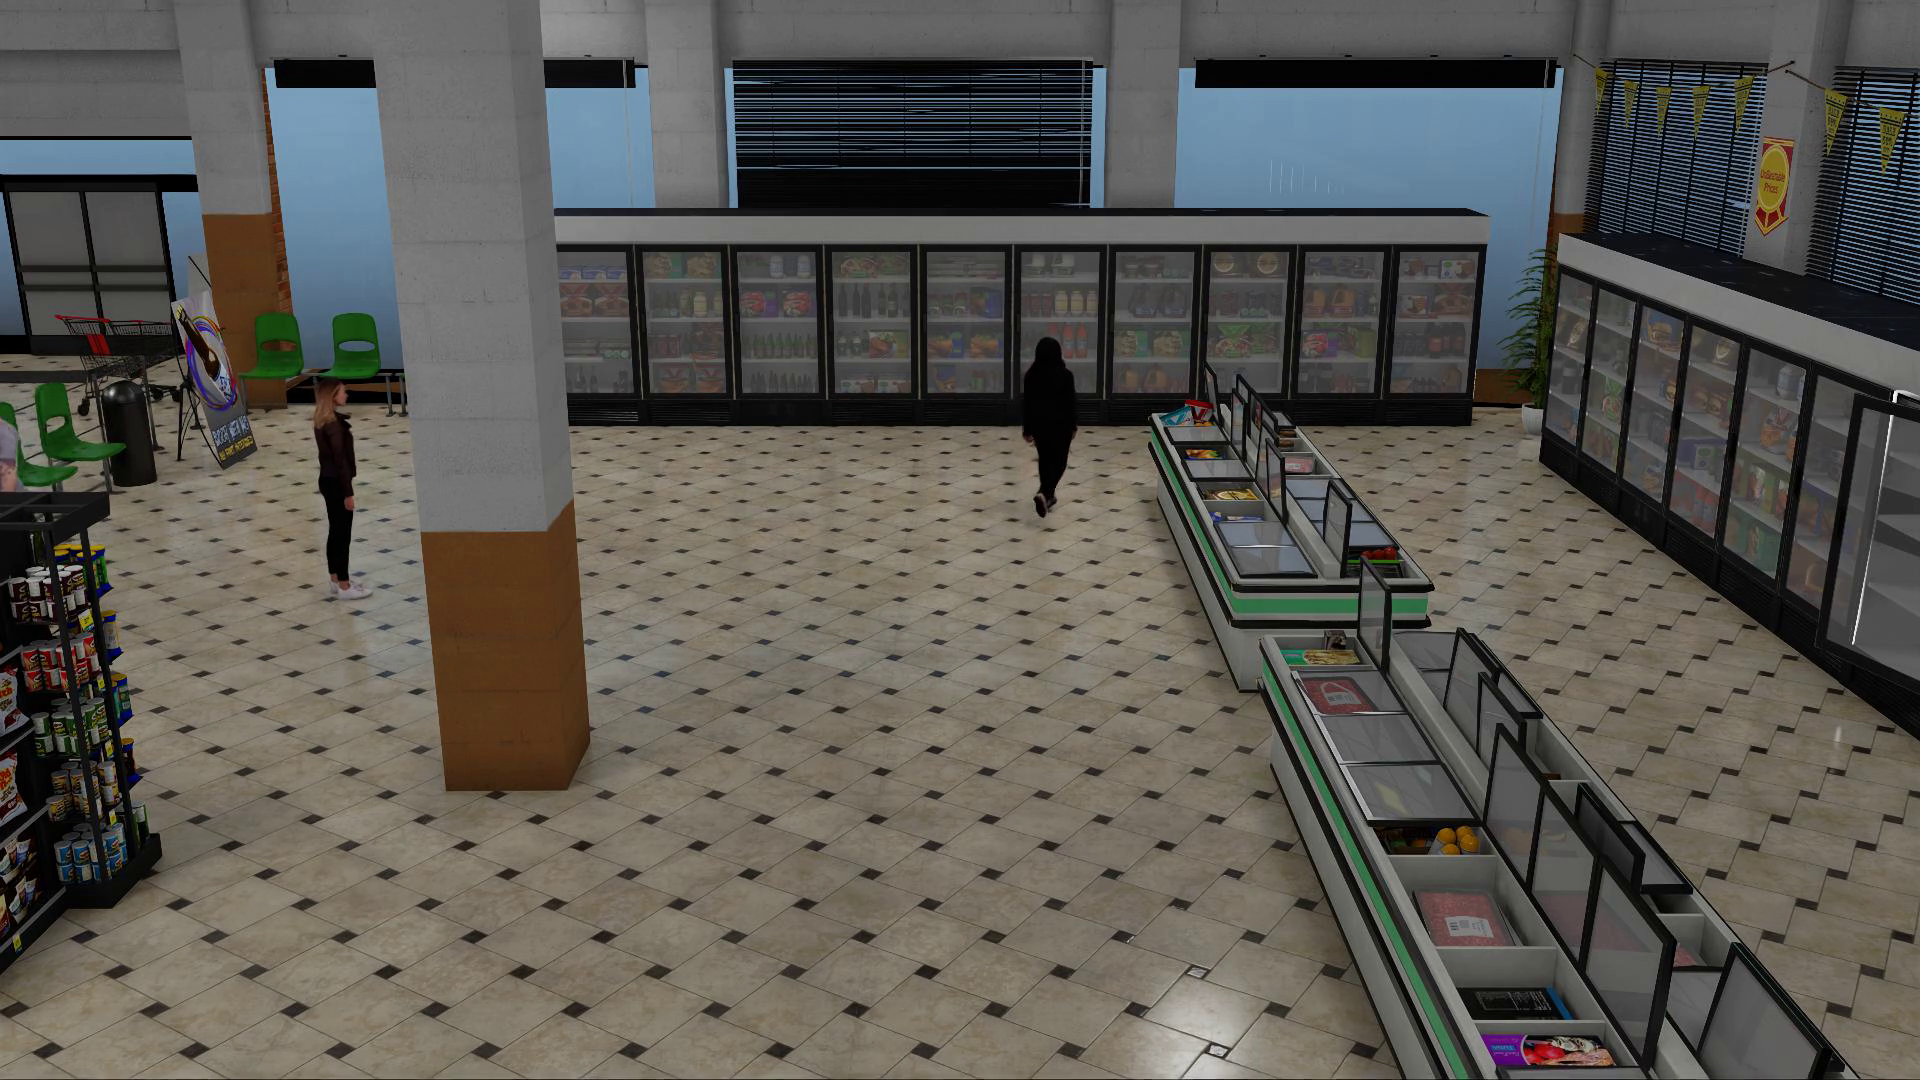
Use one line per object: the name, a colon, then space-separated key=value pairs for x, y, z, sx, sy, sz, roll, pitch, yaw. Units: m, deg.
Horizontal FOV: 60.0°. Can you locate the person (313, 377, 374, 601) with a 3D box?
person: x=-4.753 y=-0.397 z=12.673 sx=0.741 sy=1.703 sz=0.631 roll=-11 pitch=20 yaw=-32

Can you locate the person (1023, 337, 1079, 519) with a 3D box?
person: x=0.784 y=-0.969 z=14.750 sx=0.903 sy=1.589 sz=1.139 roll=7 pitch=18 yaw=22
